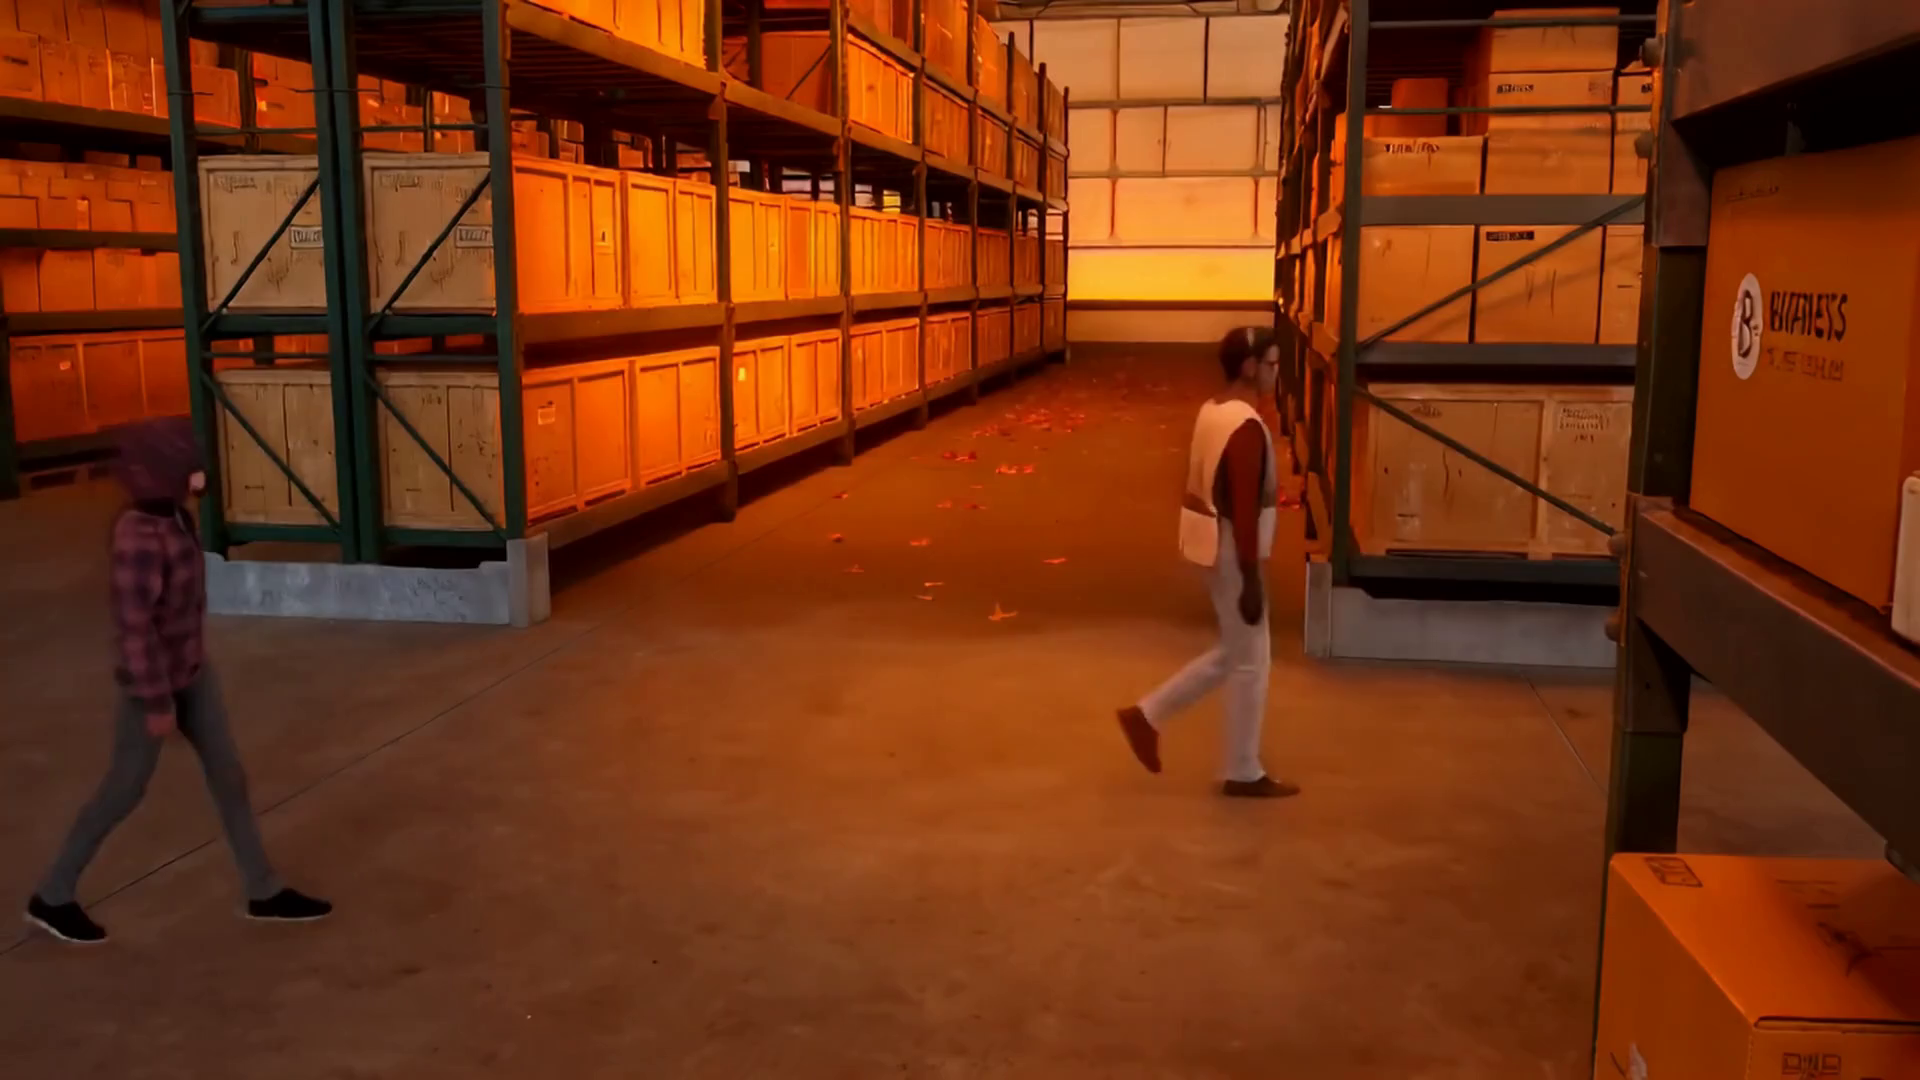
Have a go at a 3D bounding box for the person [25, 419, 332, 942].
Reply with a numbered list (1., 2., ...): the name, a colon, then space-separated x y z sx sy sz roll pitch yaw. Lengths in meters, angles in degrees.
1. person: -2.438 0.427 5.019 0.849 1.594 0.517 -1 9 -6

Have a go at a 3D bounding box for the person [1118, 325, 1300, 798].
1. person: 0.983 0.096 6.370 0.595 1.830 0.574 0 9 -3
